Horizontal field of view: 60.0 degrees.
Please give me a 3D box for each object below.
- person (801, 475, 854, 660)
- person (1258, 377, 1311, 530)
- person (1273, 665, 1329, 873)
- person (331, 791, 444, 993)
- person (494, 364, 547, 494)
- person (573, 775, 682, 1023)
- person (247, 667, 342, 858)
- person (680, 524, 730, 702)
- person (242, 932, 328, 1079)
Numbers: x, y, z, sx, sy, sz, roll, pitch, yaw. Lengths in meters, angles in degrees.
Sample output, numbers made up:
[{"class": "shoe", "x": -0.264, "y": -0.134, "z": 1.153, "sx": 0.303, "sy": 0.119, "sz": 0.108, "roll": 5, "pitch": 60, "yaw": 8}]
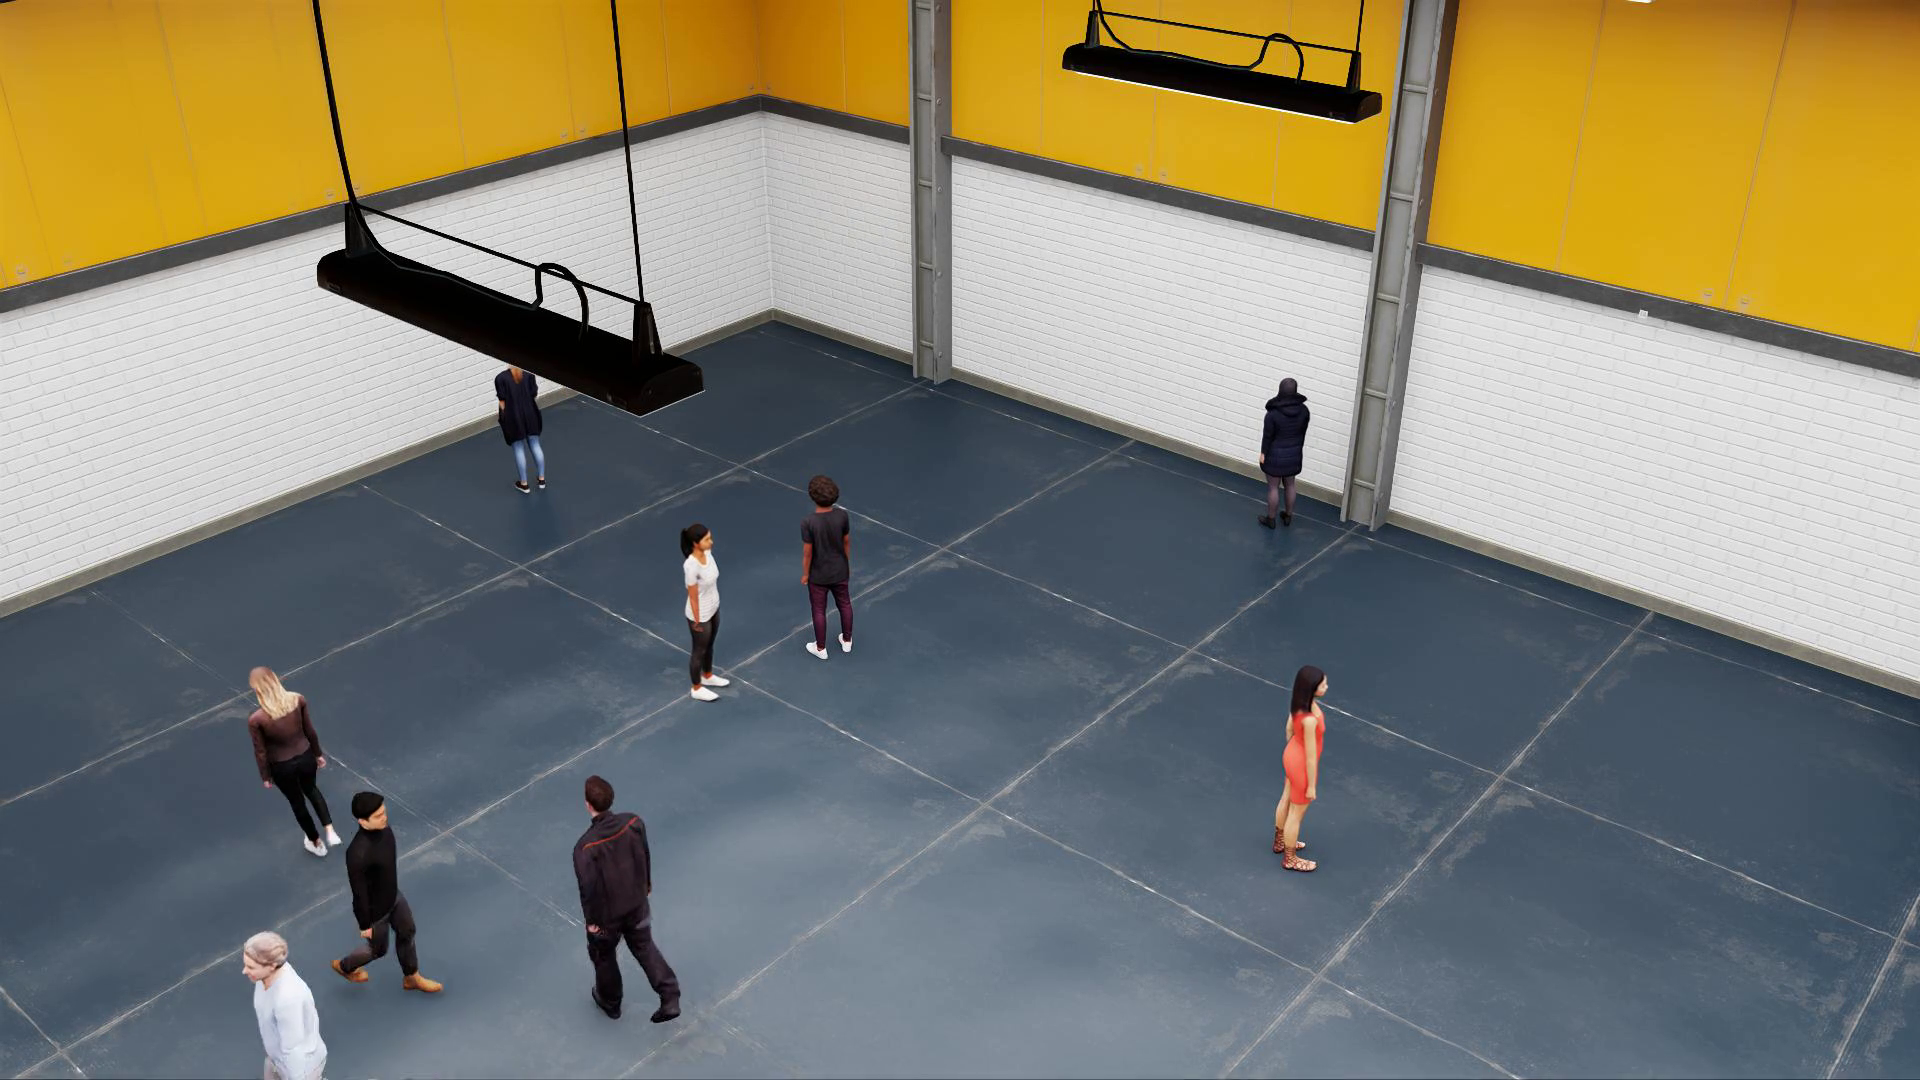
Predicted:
[{"class": "person", "x": -1.185, "y": 0.234, "z": 14.853, "sx": 0.704, "sy": 1.784, "sz": 0.695, "roll": -15, "pitch": 32, "yaw": -25}, {"class": "person", "x": 3.313, "y": -0.899, "z": 17.047, "sx": 0.790, "sy": 1.673, "sz": 0.820, "roll": -9, "pitch": 30, "yaw": -16}, {"class": "person", "x": 2.516, "y": 1.669, "z": 12.292, "sx": 0.719, "sy": 1.719, "sz": 0.654, "roll": -3, "pitch": 29, "yaw": -6}, {"class": "person", "x": -3.928, "y": 2.364, "z": 11.041, "sx": 1.101, "sy": 1.696, "sz": 0.968, "roll": 2, "pitch": 29, "yaw": 3}, {"class": "person", "x": -4.694, "y": -1.311, "z": 17.791, "sx": 0.702, "sy": 1.684, "sz": 0.683, "roll": -15, "pitch": 32, "yaw": -26}, {"class": "person", "x": -2.171, "y": 2.405, "z": 10.768, "sx": 1.071, "sy": 1.886, "sz": 0.779, "roll": 24, "pitch": 37, "yaw": 37}, {"class": "person", "x": -4.888, "y": 1.699, "z": 12.273, "sx": 0.654, "sy": 1.684, "sz": 0.623, "roll": 25, "pitch": 38, "yaw": 38}, {"class": "person", "x": -2.225, "y": 0.605, "z": 14.320, "sx": 0.638, "sy": 1.643, "sz": 0.634, "roll": 8, "pitch": 30, "yaw": 14}, {"class": "person", "x": -3.786, "y": 2.989, "z": 9.706, "sx": 0.765, "sy": 1.878, "sz": 0.716, "roll": -24, "pitch": 37, "yaw": -37}]
